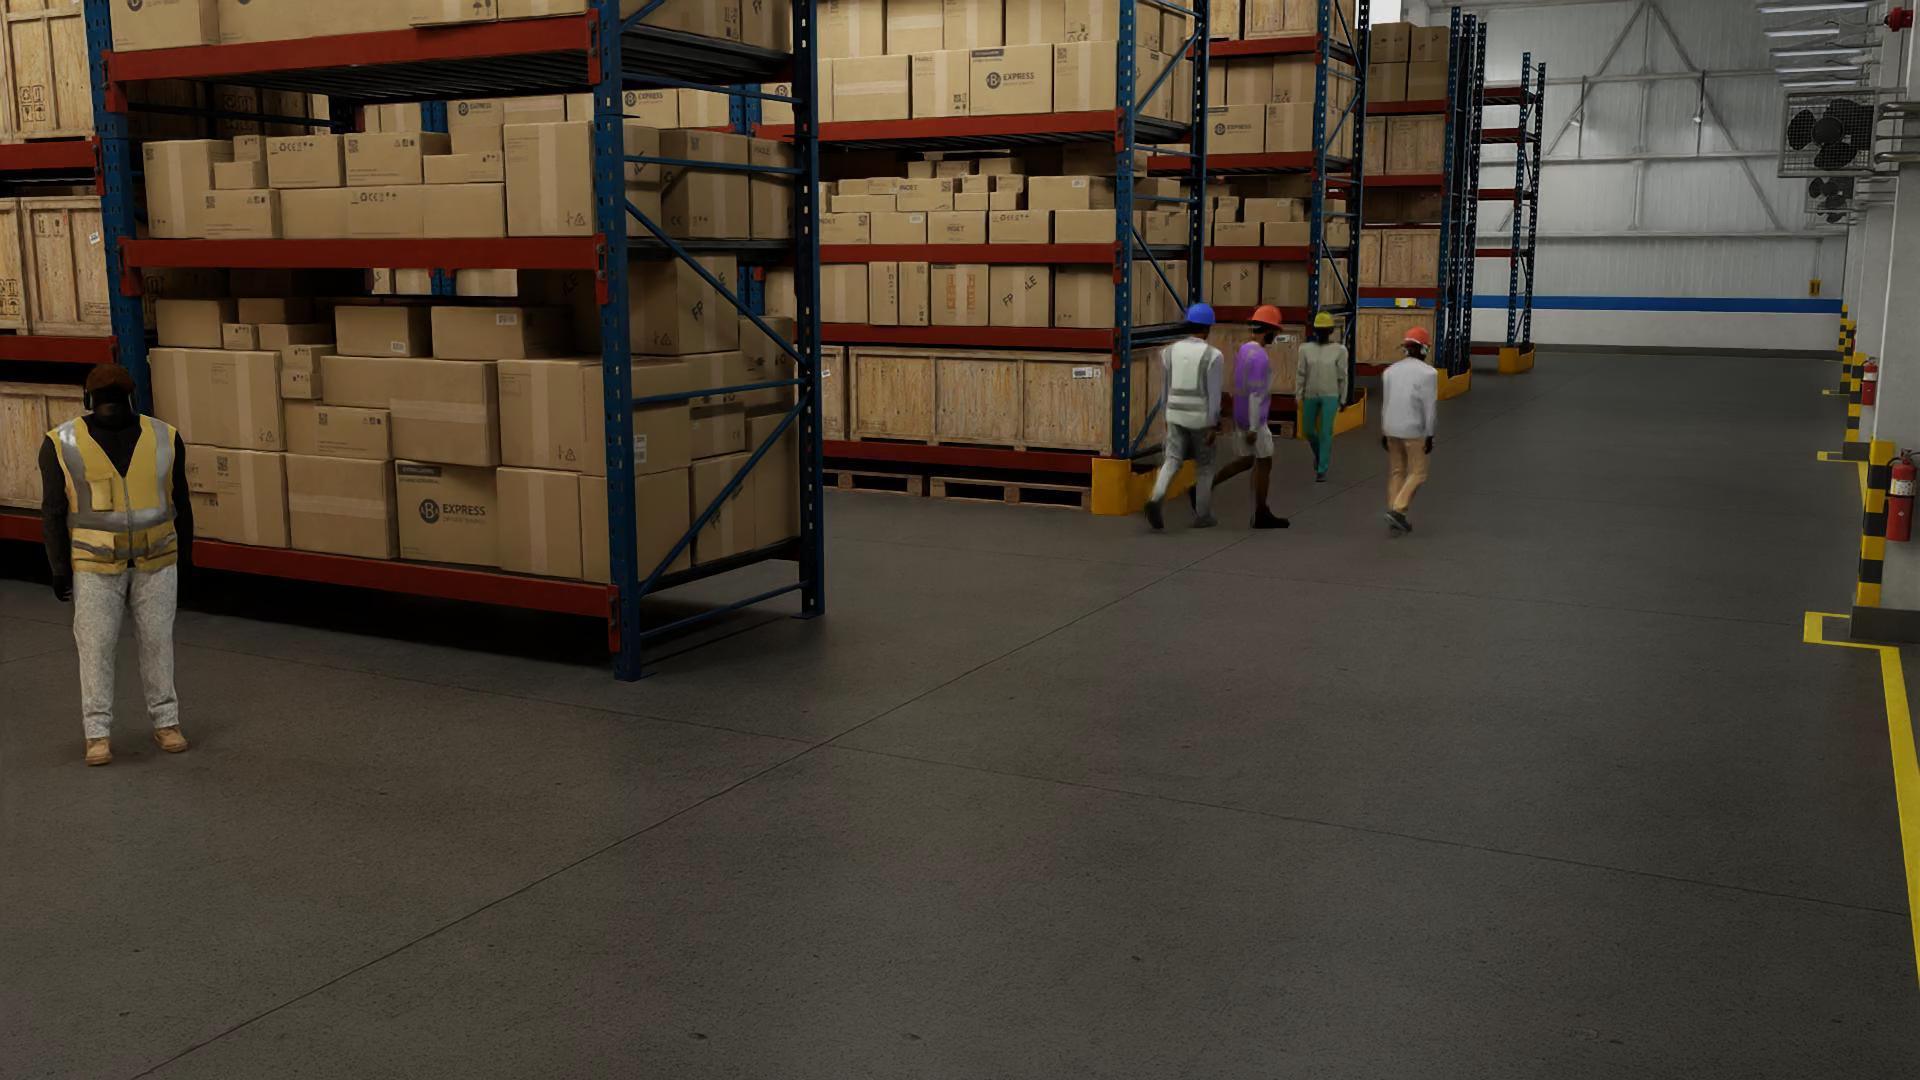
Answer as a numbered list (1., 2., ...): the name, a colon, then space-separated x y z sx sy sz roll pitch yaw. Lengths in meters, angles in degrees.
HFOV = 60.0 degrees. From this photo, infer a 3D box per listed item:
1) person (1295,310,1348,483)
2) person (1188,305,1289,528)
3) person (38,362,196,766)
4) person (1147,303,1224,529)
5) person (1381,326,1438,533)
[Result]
1. person: 3.726 -1.487 17.104 0.539 1.749 0.598 5 11 26
2. person: 2.379 -1.025 14.038 0.792 1.904 0.582 -1 10 -6
3. person: -3.849 0.104 7.658 0.633 1.839 0.429 -7 12 -36
4. person: 1.897 -1.020 13.937 0.607 1.921 0.781 7 12 35
5. person: 3.725 -0.918 13.901 0.581 1.727 0.586 -7 12 -35
